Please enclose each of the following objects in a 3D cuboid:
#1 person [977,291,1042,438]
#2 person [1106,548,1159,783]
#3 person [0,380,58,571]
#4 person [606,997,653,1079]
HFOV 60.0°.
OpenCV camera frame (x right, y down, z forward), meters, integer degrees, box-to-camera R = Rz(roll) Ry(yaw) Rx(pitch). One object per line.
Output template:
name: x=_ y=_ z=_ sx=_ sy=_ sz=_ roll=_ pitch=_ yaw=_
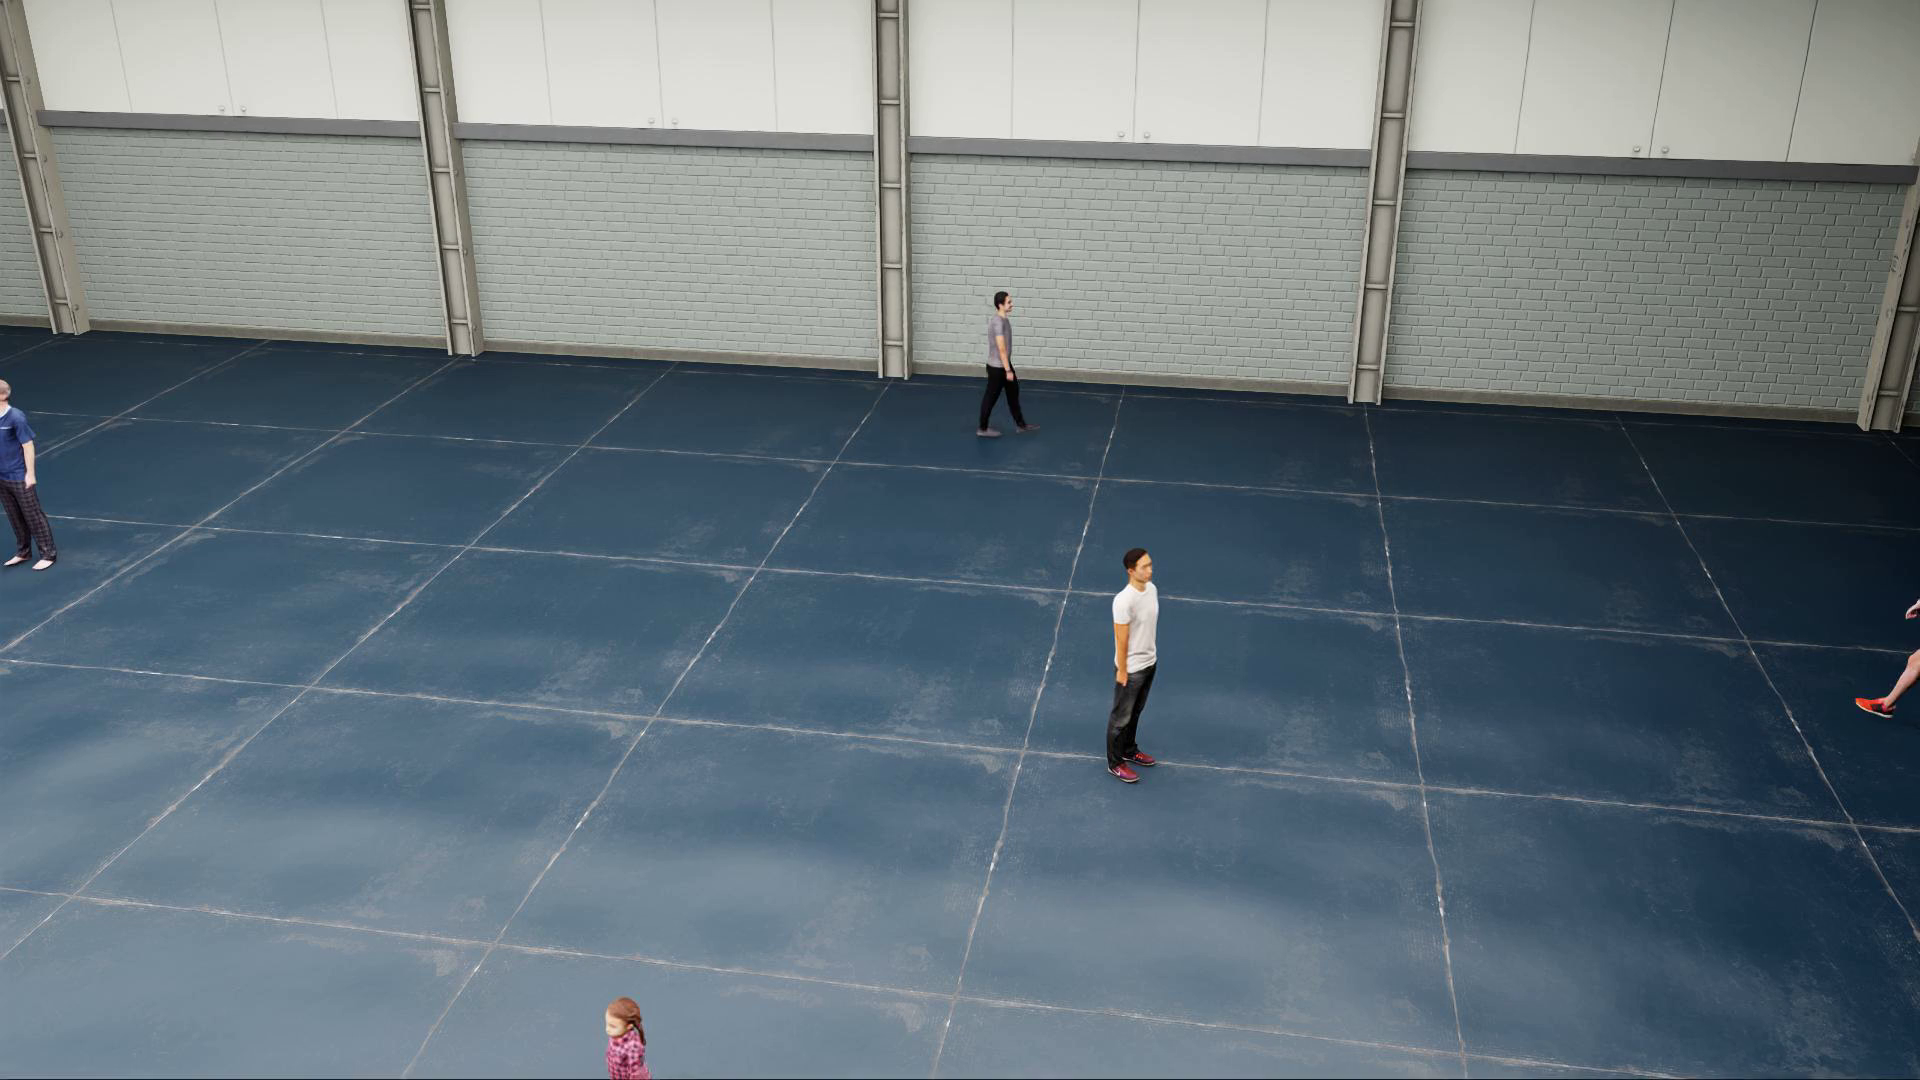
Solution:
person: x=0.373 y=-2.013 z=19.238 sx=0.972 sy=1.725 sz=0.665 roll=3 pitch=23 yaw=7
person: x=1.278 y=0.894 z=12.303 sx=0.683 sy=1.801 sz=0.714 roll=15 pitch=27 yaw=31
person: x=-8.992 y=-0.636 z=15.814 sx=0.510 sy=1.870 sz=0.736 roll=6 pitch=24 yaw=15
person: x=-1.701 y=2.822 z=8.774 sx=0.563 sy=1.016 sz=0.500 roll=-16 pitch=28 yaw=-33
